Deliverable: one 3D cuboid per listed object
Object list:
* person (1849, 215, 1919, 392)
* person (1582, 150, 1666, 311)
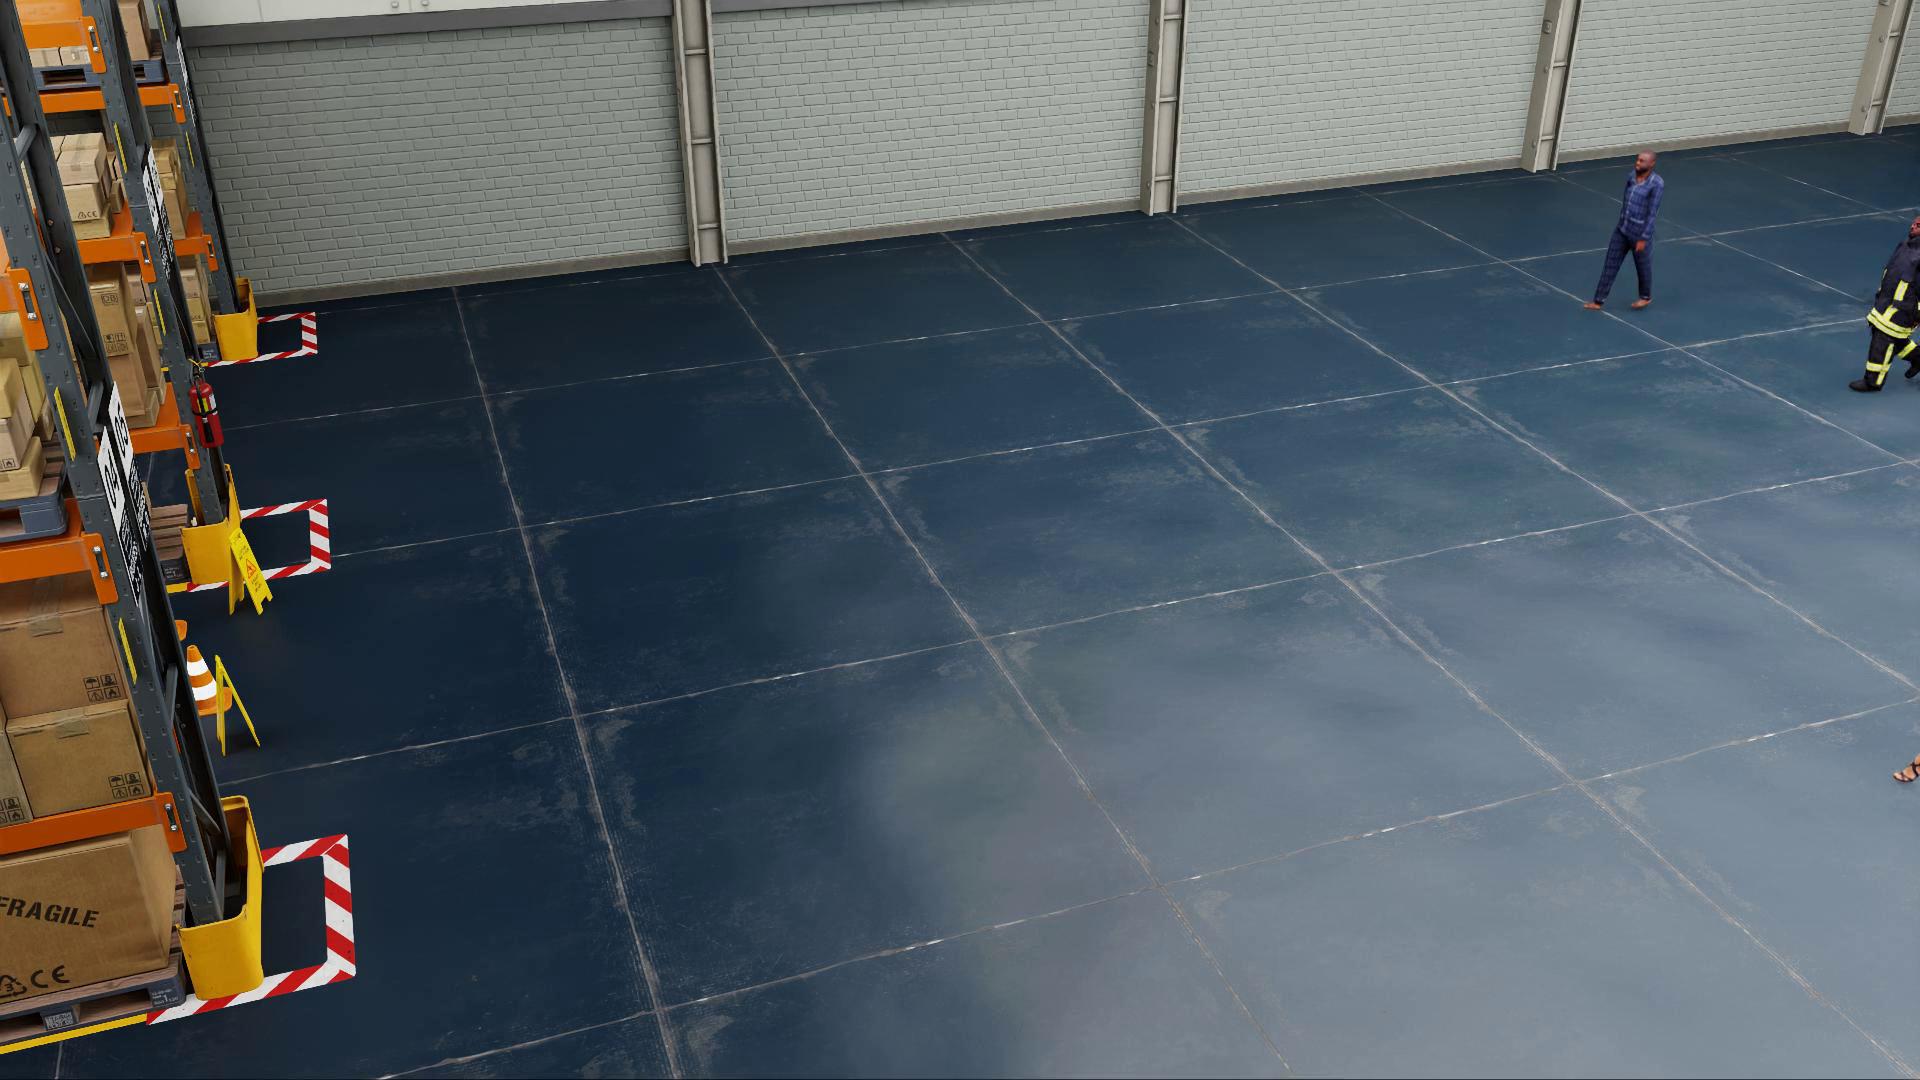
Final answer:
[{"bbox_3d":[9.237,-2.315,16.186,1.157,1.804,0.963,0,28,0],"label":"person"},{"bbox_3d":[7.444,-3.348,18.163,1.180,1.771,0.777,-13,31,-23],"label":"person"}]
